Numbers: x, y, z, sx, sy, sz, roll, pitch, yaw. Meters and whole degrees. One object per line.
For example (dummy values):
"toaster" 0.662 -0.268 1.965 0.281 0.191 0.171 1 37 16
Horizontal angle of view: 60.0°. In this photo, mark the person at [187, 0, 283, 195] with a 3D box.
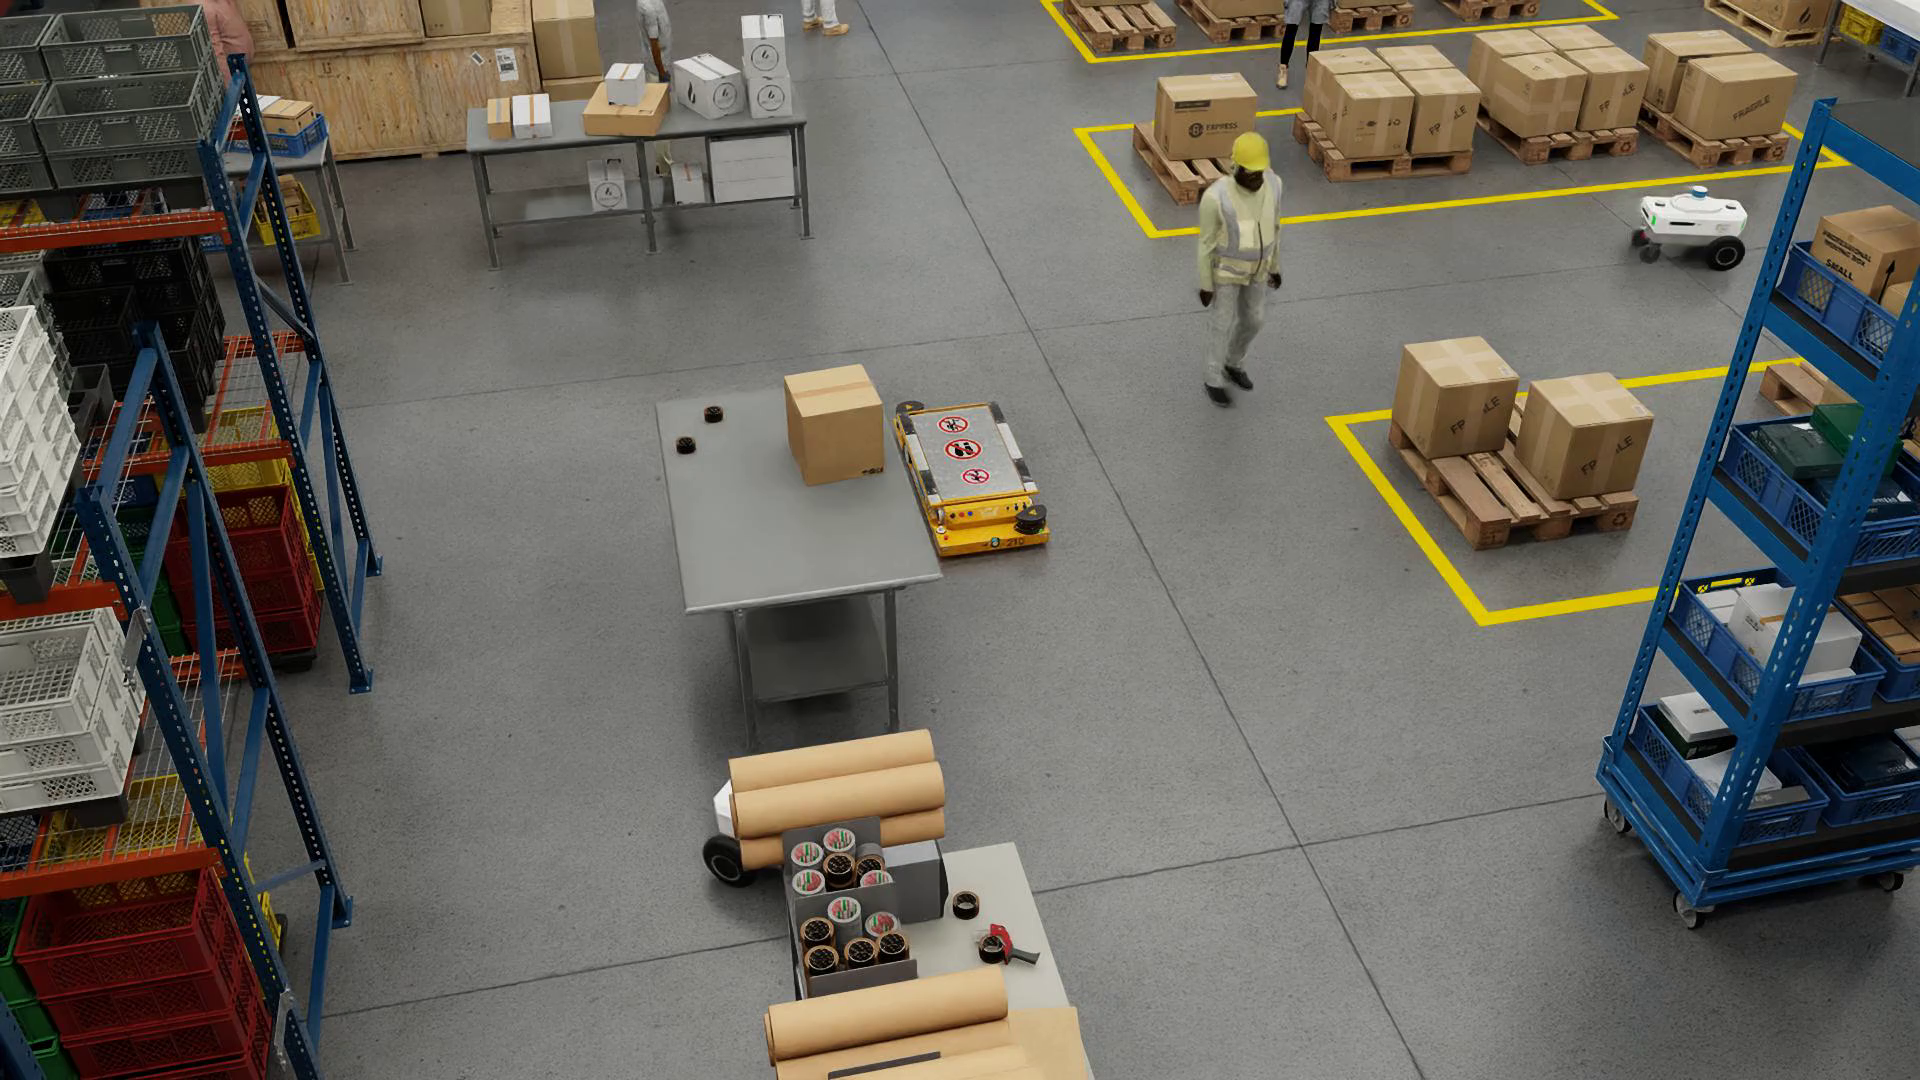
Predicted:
"person" -5.738 -3.697 13.139 0.400 1.909 0.643 -7 37 -9

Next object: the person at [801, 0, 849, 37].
"person" -1.361 -5.810 16.033 0.633 1.843 0.429 28 45 33

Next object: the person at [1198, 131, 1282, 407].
"person" 1.775 -1.724 10.556 0.595 1.836 0.404 -18 40 -23

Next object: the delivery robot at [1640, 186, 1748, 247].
"delivery robot" 5.478 -2.409 12.453 0.707 0.478 0.477 3 37 3

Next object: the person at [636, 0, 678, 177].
"person" -2.363 -3.733 13.222 0.328 1.868 0.510 -8 37 -10

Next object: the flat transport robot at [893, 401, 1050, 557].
"flat transport robot" 0.046 -0.430 10.108 0.652 0.197 1.431 -8 37 -10

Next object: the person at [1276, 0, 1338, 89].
"person" 3.149 -4.905 14.935 0.534 1.697 0.322 0 37 0
